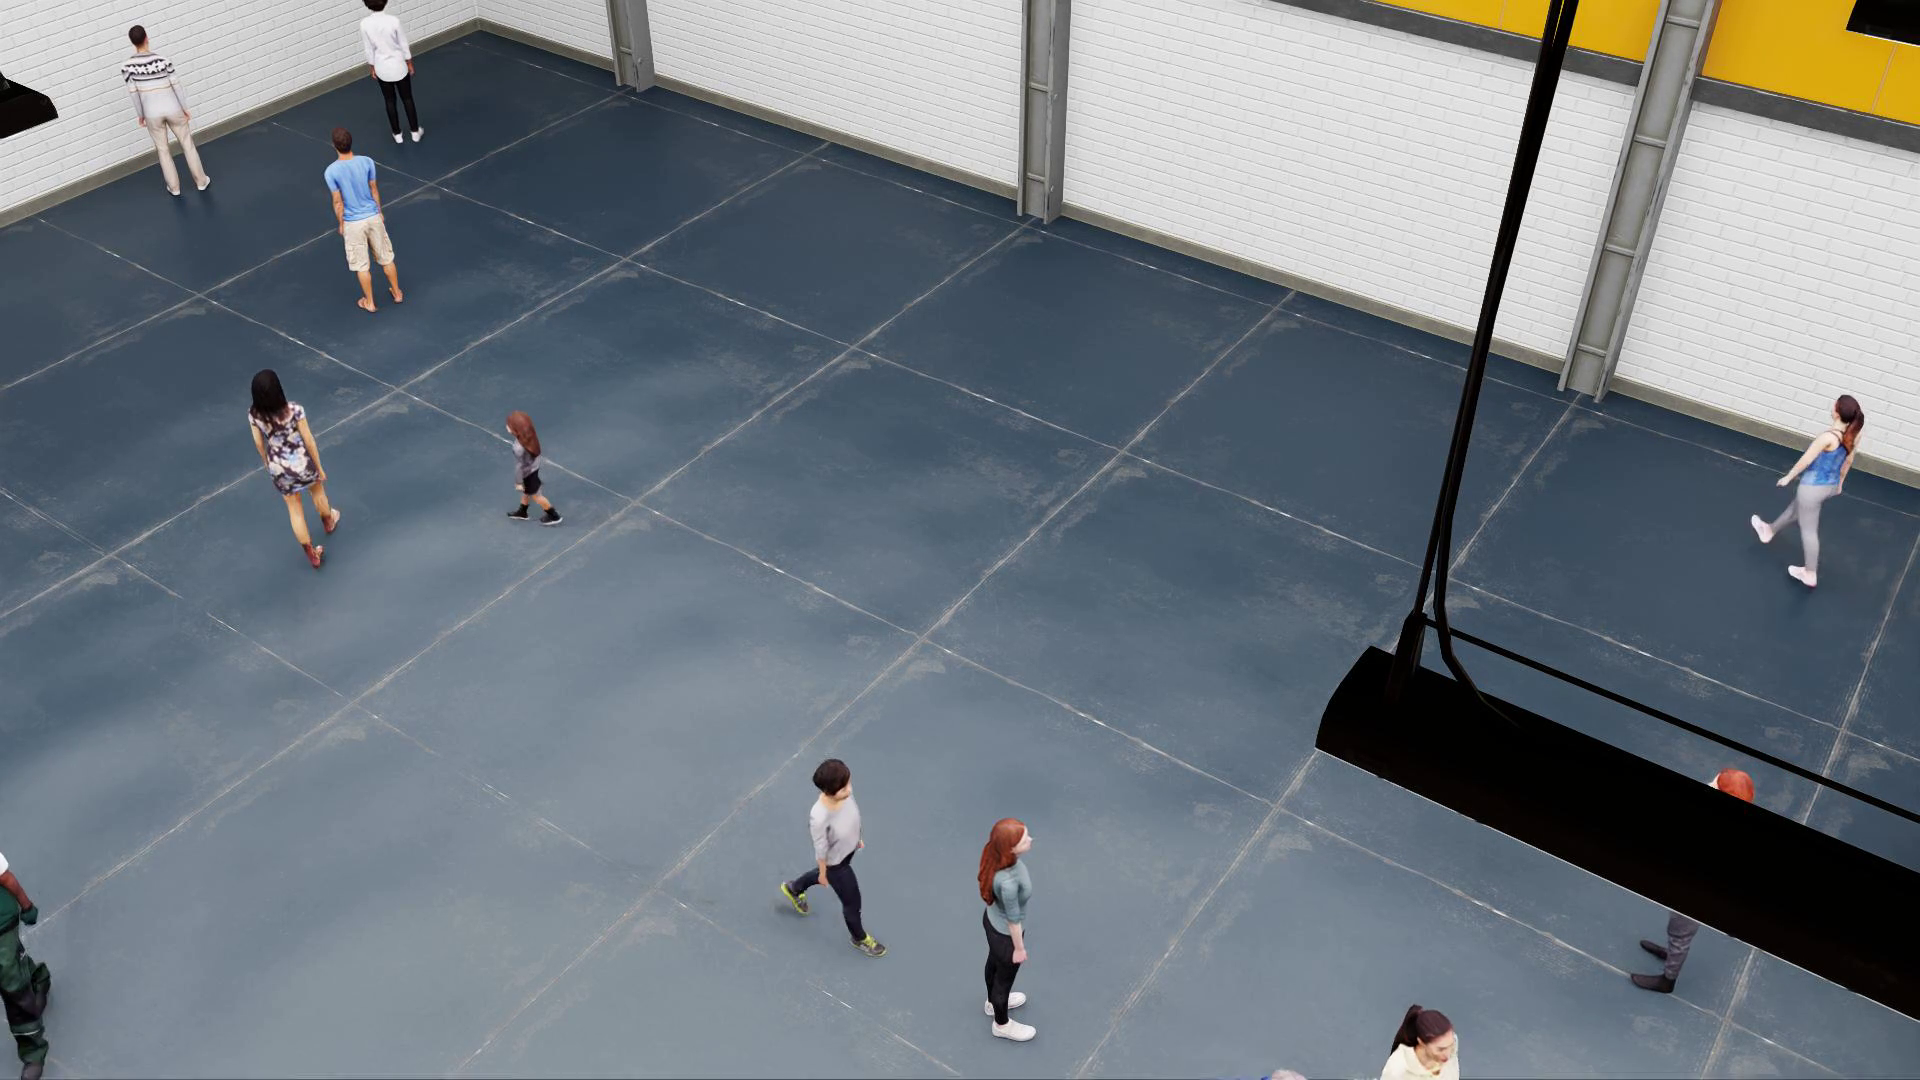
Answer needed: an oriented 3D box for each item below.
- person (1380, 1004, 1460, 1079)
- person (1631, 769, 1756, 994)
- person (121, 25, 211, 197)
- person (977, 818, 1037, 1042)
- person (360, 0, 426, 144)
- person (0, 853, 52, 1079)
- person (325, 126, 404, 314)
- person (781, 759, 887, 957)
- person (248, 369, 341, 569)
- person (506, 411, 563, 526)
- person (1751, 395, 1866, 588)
[{"bbox_3d":[2.302,2.921,8.726,0.879,1.595,1.187,-25,45,-28],"label":"person"},{"bbox_3d":[4.309,1.991,9.742,0.519,1.779,0.609,18,42,22],"label":"person"},{"bbox_3d":[-8.617,-4.632,17.970,0.771,1.860,0.768,-15,41,-18],"label":"person"},{"bbox_3d":[0.261,2.211,9.496,0.727,1.743,0.668,-6,39,-7],"label":"person"},{"bbox_3d":[-6.514,-5.436,19.018,0.711,1.808,0.760,-8,39,-10],"label":"person"},{"bbox_3d":[-5.579,2.163,9.514,1.110,1.796,1.232,-11,40,-13],"label":"person"},{"bbox_3d":[-5.768,-3.095,16.043,0.705,1.864,0.662,-27,46,-30],"label":"person"},{"bbox_3d":[-0.812,1.872,10.094,1.039,1.526,0.699,14,41,17],"label":"person"},{"bbox_3d":[-5.201,-0.506,12.923,0.961,1.711,1.015,-6,39,-7],"label":"person"},{"bbox_3d":[-3.468,-0.571,13.499,0.779,1.093,0.683,0,39,0],"label":"person"},{"bbox_3d":[6.663,-0.354,12.848,0.938,1.568,1.112,-14,41,-17],"label":"person"}]
